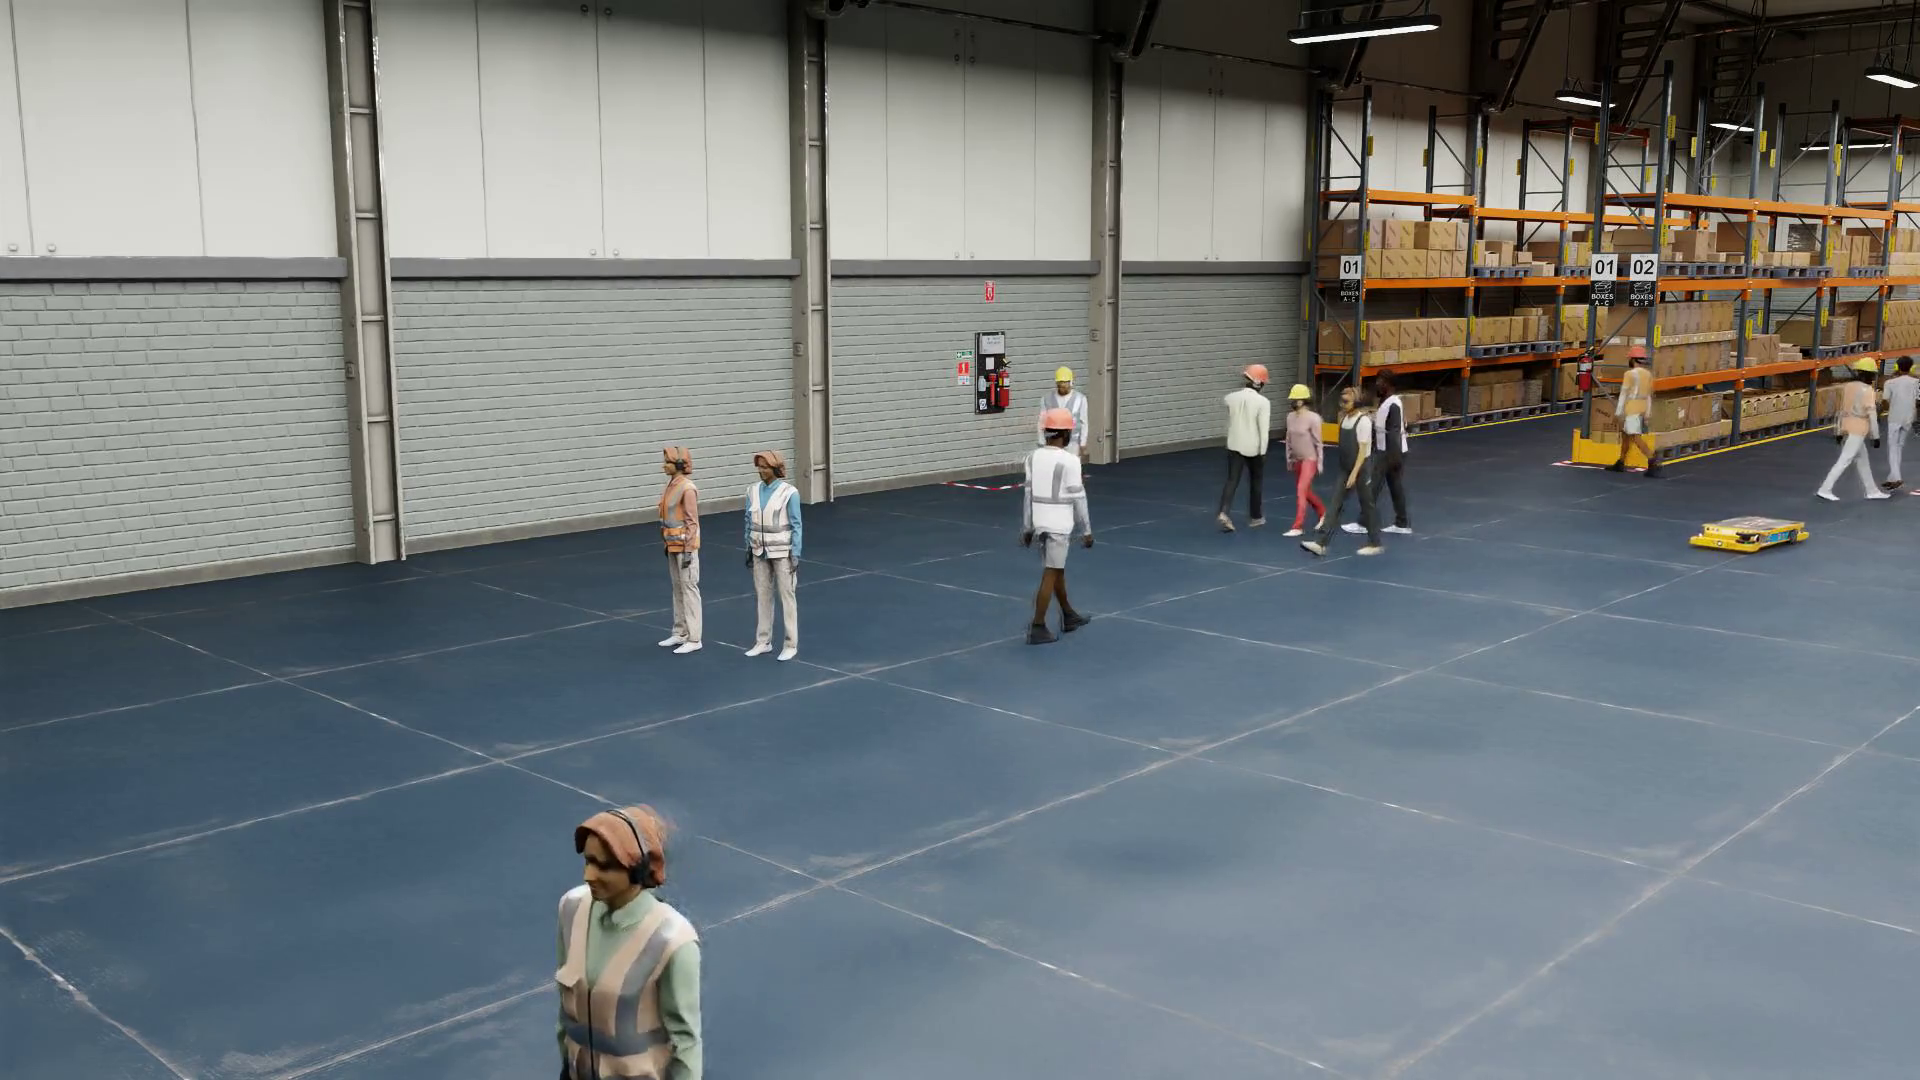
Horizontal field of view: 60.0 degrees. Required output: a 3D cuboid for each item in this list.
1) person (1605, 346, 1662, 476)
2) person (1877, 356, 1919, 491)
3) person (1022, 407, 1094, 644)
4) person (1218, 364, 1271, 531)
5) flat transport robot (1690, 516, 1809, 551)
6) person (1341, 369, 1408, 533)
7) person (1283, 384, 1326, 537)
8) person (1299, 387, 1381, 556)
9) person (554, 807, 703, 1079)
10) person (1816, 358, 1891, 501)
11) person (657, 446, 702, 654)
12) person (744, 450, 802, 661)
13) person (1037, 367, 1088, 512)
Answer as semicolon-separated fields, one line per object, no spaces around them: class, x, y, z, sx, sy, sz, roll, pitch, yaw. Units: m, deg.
person;9.915;-1.885;24.302;0.555;1.903;0.950;-7;12;-36
person;12.764;-1.585;22.630;0.541;1.838;0.639;0;9;3
person;0.860;-0.128;13.563;0.918;1.899;0.560;-8;12;-40
person;3.288;-1.065;19.205;0.583;1.934;1.014;6;11;34
flat transport robot;8.669;-0.081;18.229;1.431;0.197;0.652;-8;12;-40
person;4.734;-0.999;18.925;0.881;1.880;0.690;2;9;9
person;3.973;-0.920;18.910;0.758;1.738;0.537;-6;11;-31
person;4.034;-0.694;17.359;0.990;1.785;0.515;-5;10;-26
person;-0.874;1.493;4.487;0.530;1.626;0.436;7;12;36
person;11.641;-1.426;21.571;1.008;1.877;0.609;0;9;0
person;-2.206;0.072;13.128;0.311;1.642;0.512;-5;11;-28
person;-1.447;0.117;12.865;0.523;1.638;0.310;6;11;31
person;1.254;-1.228;20.547;0.604;1.813;0.568;2;10;14
